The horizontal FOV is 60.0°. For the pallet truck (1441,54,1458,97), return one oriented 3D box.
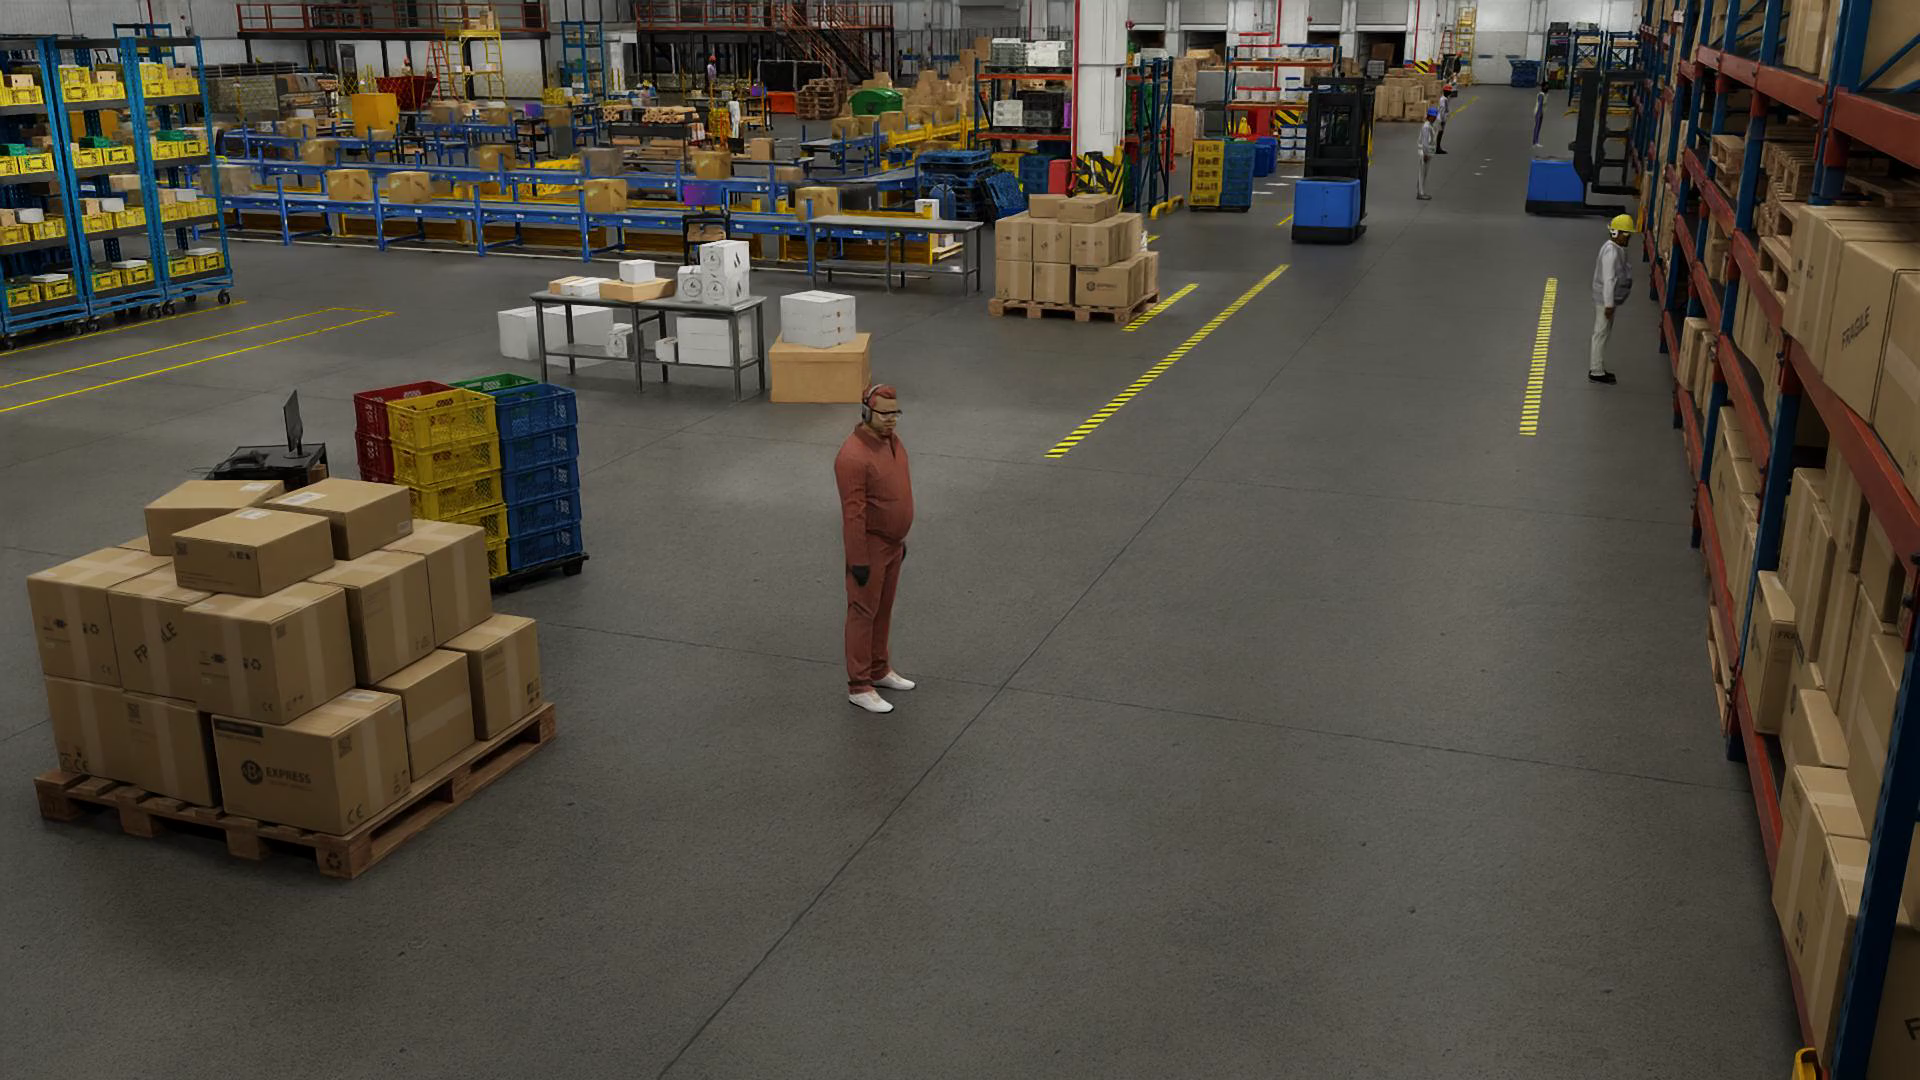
[{"bbox_3d":[22.765,-21.886,78.355,0.823,1.965,1.885,-4,18,-14],"label":"pallet truck"}]

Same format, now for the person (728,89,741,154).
[{"bbox_3d":[-6.179,-11.430,45.724,0.334,1.864,0.521,7,19,21],"label":"person"}]

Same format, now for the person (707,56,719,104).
[{"bbox_3d":[-10.758,-20.038,72.475,0.389,2.045,0.606,7,19,21],"label":"person"}]

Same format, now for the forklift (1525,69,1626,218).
[{"bbox_3d":[12.279,-7.844,32.801,1.873,2.768,1.129,6,19,19],"label":"forklift"}]

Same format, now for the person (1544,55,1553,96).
[{"bbox_3d":[28.284,-22.341,79.993,0.334,1.873,0.521,7,19,21],"label":"person"}]

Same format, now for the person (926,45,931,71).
[{"bbox_3d":[-1.864,-28.819,100.247,0.376,1.933,0.544,7,19,21],"label":"person"}]

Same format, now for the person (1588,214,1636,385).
[{"bbox_3d":[7.081,-2.619,18.096,0.404,1.827,0.589,7,19,21],"label":"person"}]

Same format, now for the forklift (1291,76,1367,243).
[{"bbox_3d":[6.598,-6.755,29.381,1.129,2.768,1.873,6,19,19],"label":"forklift"}]

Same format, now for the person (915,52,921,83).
[{"bbox_3d":[-2.169,-26.794,94.240,0.869,1.710,0.530,-3,18,-10],"label":"person"}]

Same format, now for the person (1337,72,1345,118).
[{"bbox_3d":[14.451,-16.892,63.151,0.322,1.697,0.533,7,19,21],"label":"person"}]

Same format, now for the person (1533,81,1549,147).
[{"bbox_3d":[17.337,-12.720,49.692,0.398,1.915,0.588,7,19,21],"label":"person"}]

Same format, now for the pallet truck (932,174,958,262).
[{"bbox_3d":[-0.507,-5.292,27.348,0.653,1.274,1.630,6,19,19],"label":"pallet truck"}]

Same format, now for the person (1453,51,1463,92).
[{"bbox_3d":[24.728,-23.268,82.710,0.392,1.990,0.611,7,19,21],"label":"person"}]

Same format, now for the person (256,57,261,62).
[{"bbox_3d":[-31.355,-20.629,74.518,0.381,1.928,0.587,7,19,21],"label":"person"}]

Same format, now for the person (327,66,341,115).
[{"bbox_3d":[-24.363,-17.487,64.721,0.360,1.883,0.574,7,19,21],"label":"person"}]

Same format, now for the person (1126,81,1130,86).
[{"bbox_3d":[5.995,-16.368,60.948,0.929,2.000,0.713,17,24,42],"label":"person"}]

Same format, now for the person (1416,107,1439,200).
[{"bbox_3d":[10.052,-8.311,35.794,0.402,1.942,0.604,7,19,21],"label":"person"}]

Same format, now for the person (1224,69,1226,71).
[{"bbox_3d":[9.495,-15.923,59.723,0.377,1.936,0.628,7,19,21],"label":"person"}]

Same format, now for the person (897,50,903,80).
[{"bbox_3d":[-3.528,-28.101,98.371,0.322,1.697,0.533,7,19,21],"label":"person"}]

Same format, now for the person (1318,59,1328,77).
[{"bbox_3d":[18.494,-23.848,84.681,0.636,1.899,0.639,-9,20,-26],"label":"person"}]

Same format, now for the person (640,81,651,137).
[{"bbox_3d":[-10.151,-13.976,53.887,0.329,1.764,0.524,7,19,21],"label":"person"}]

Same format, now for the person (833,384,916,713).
[{"bbox_3d":[-0.462,0.034,9.638,0.401,1.904,0.640,7,19,21],"label":"person"}]

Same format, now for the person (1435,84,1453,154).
[{"bbox_3d":[13.769,-11.975,47.323,0.376,1.933,0.544,7,19,21],"label":"person"}]

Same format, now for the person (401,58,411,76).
[{"bbox_3d":[-24.435,-20.335,73.588,0.376,1.933,0.544,7,19,21],"label":"person"}]

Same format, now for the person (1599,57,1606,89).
[{"bbox_3d":[31.097,-22.618,80.951,0.520,1.821,0.781,-16,24,-41],"label":"person"}]
